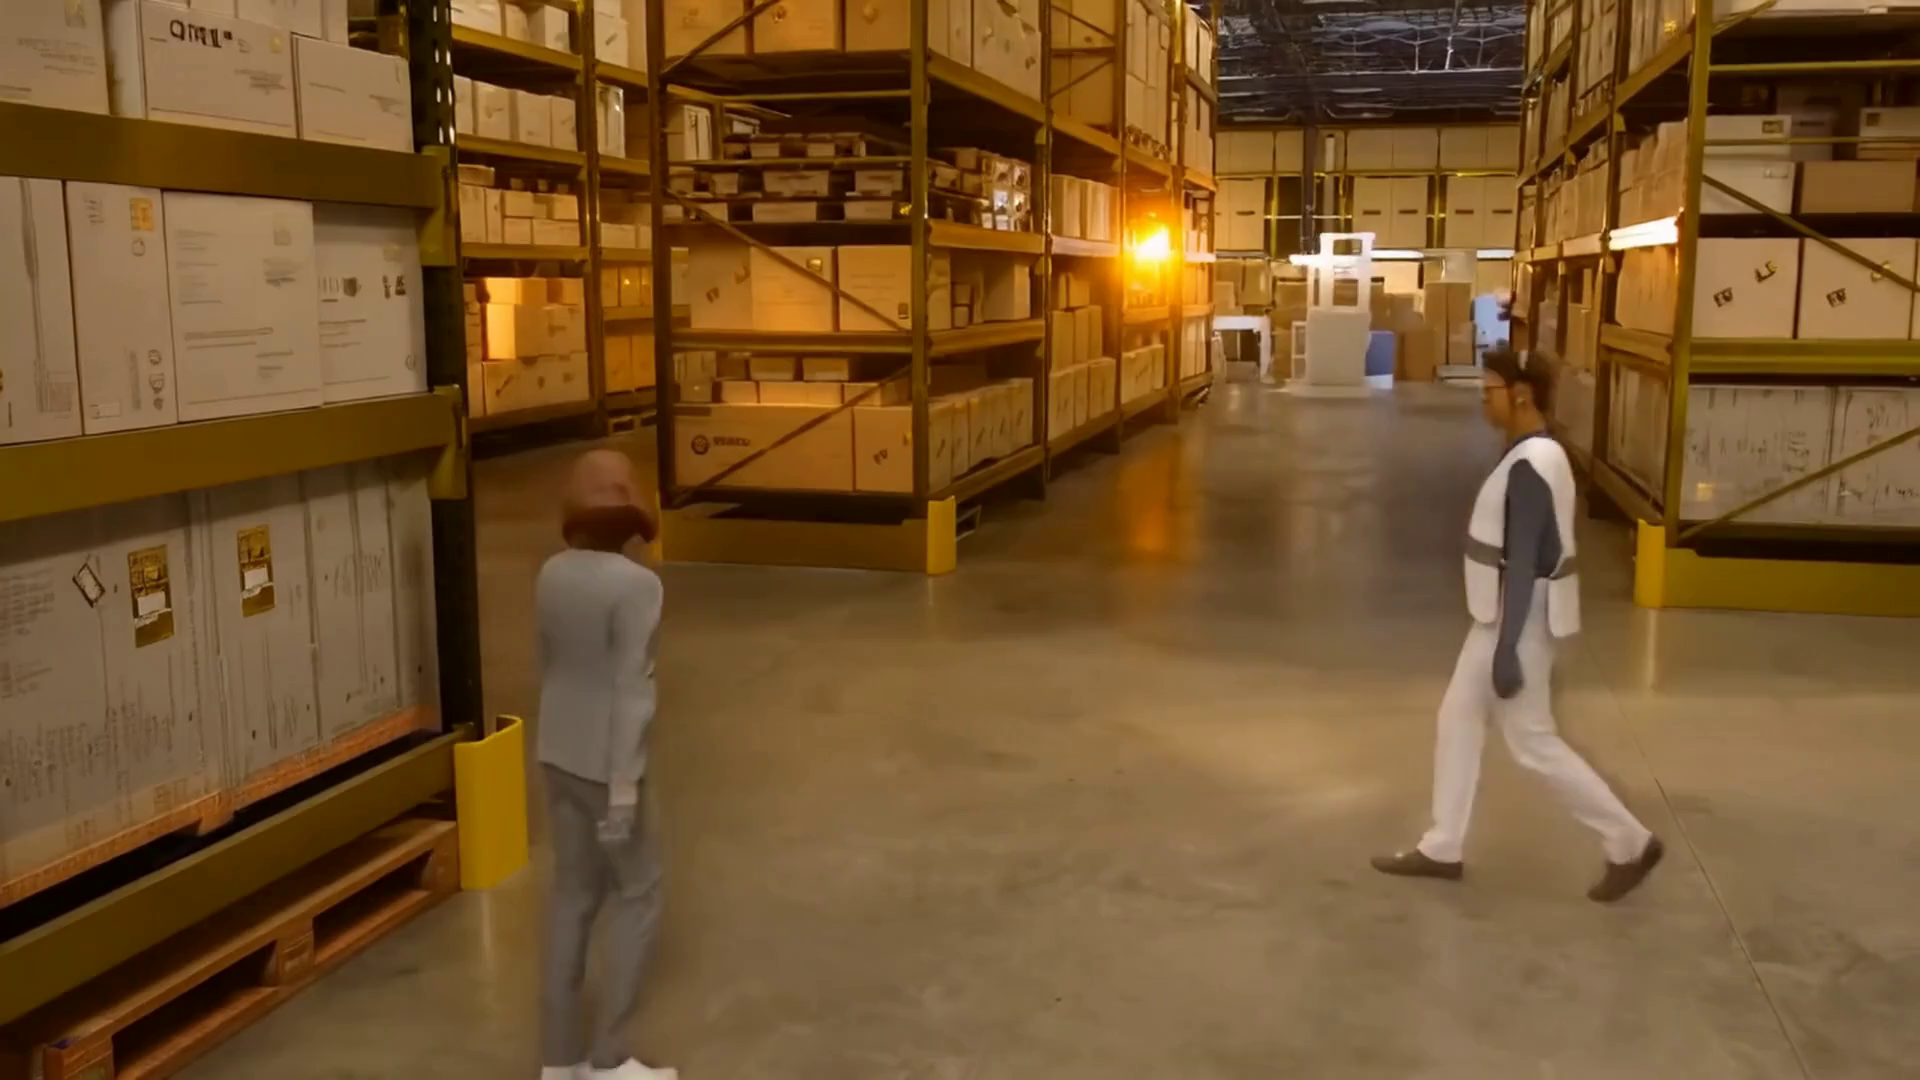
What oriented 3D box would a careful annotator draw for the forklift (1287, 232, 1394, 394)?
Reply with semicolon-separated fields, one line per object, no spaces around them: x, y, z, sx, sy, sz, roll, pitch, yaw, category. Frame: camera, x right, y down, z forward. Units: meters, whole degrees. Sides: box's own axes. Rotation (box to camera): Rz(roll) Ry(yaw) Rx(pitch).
6.786;-4.023;29.333;1.129;2.768;1.873;8;12;42;forklift

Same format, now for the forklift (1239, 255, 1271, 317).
10.342;-8.540;58.027;1.129;2.768;1.873;2;9;15;forklift

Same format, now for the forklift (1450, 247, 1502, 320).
13.305;-6.333;44.005;1.873;2.768;1.129;-2;9;-10;forklift

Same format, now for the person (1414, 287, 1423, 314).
16.736;-8.361;60.638;0.318;1.698;0.535;0;9;-1;person

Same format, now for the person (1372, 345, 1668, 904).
1.856;0.277;5.396;0.874;1.813;0.579;2;9;15;person

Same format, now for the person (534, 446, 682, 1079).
-0.908;0.573;4.139;0.518;1.605;0.438;8;12;41;person
